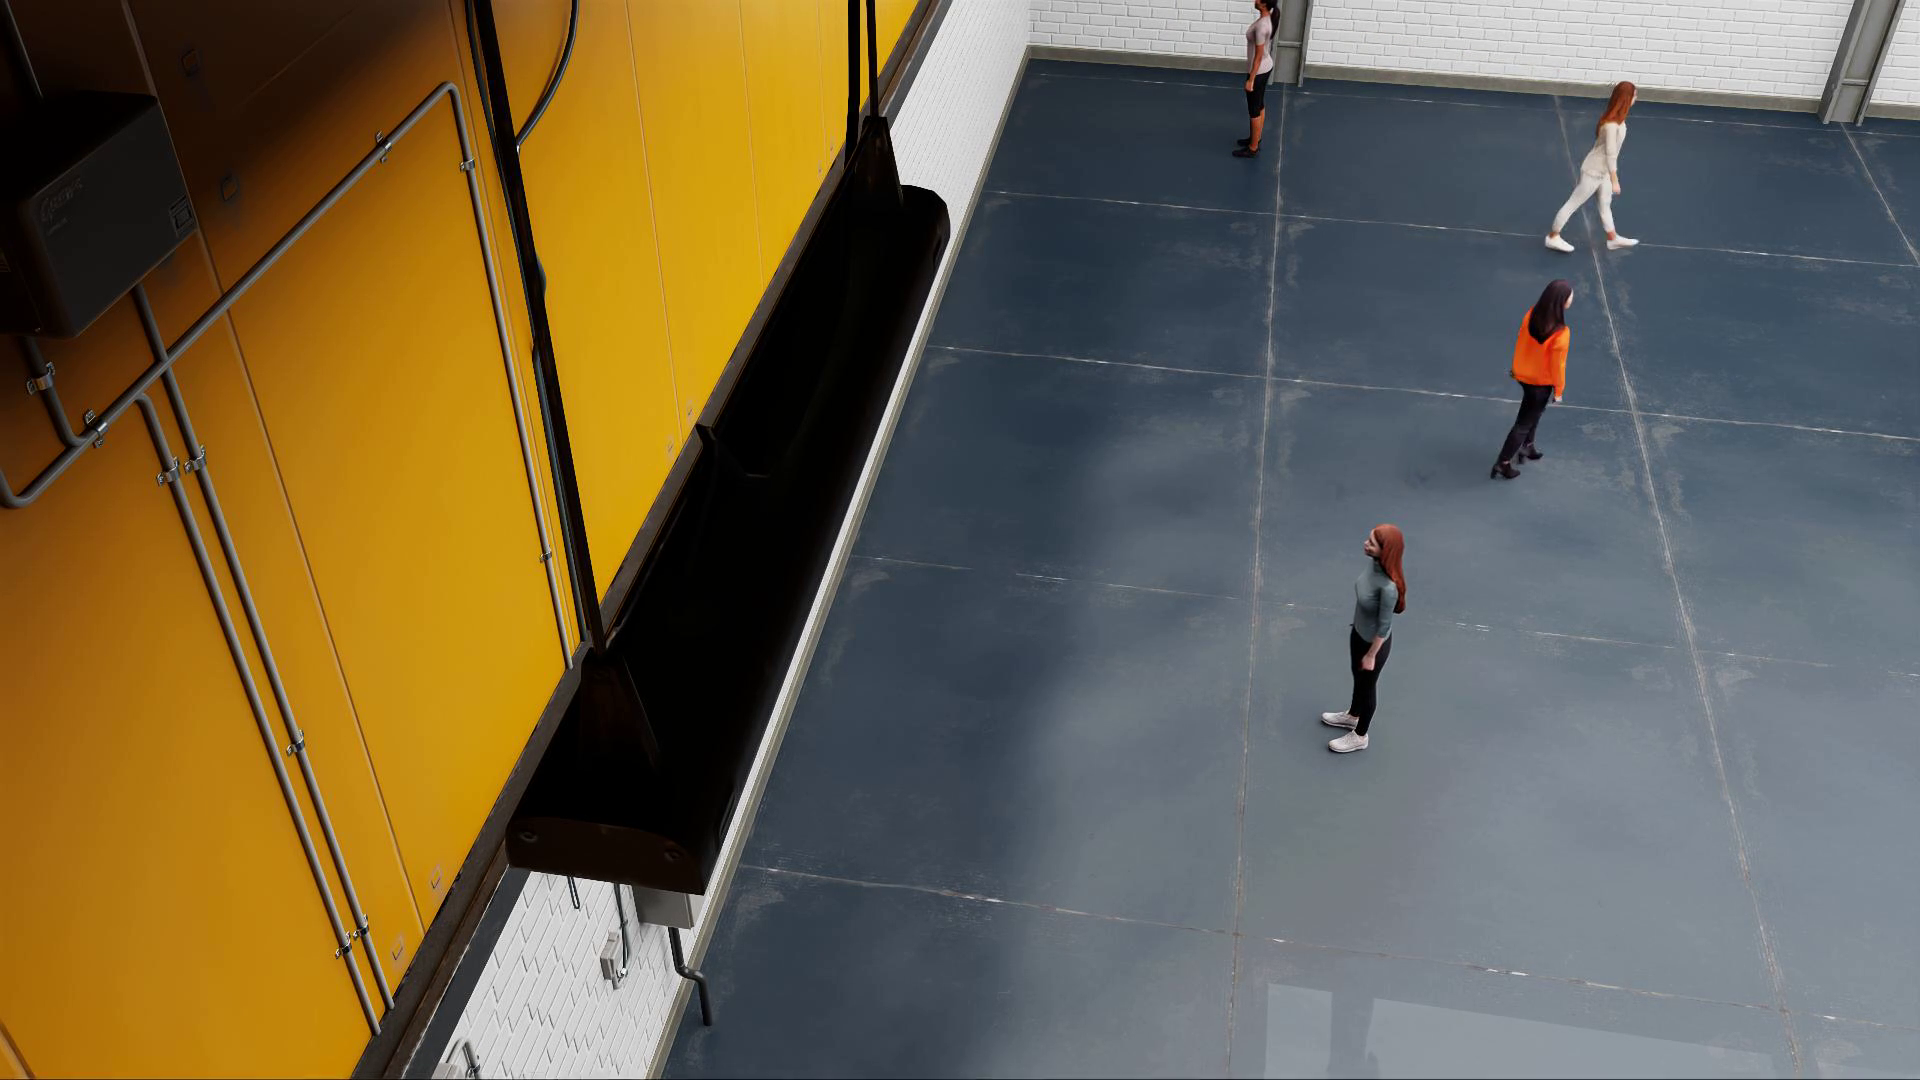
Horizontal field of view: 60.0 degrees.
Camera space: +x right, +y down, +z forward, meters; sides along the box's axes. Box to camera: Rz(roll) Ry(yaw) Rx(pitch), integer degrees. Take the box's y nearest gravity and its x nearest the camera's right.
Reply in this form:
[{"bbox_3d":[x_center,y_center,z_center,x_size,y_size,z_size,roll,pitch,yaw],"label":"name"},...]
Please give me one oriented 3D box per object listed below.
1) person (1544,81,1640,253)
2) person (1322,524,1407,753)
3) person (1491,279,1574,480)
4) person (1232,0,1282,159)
[{"bbox_3d":[5.783,-3.405,15.367,1.109,1.664,0.787,16,41,19],"label":"person"},{"bbox_3d":[2.528,0.607,10.280,0.572,1.743,0.614,1,39,1],"label":"person"},{"bbox_3d":[4.252,-1.178,12.527,0.873,1.728,0.785,-10,40,-12],"label":"person"},{"bbox_3d":[3.066,-4.792,17.036,0.588,1.748,0.636,12,40,15],"label":"person"}]
